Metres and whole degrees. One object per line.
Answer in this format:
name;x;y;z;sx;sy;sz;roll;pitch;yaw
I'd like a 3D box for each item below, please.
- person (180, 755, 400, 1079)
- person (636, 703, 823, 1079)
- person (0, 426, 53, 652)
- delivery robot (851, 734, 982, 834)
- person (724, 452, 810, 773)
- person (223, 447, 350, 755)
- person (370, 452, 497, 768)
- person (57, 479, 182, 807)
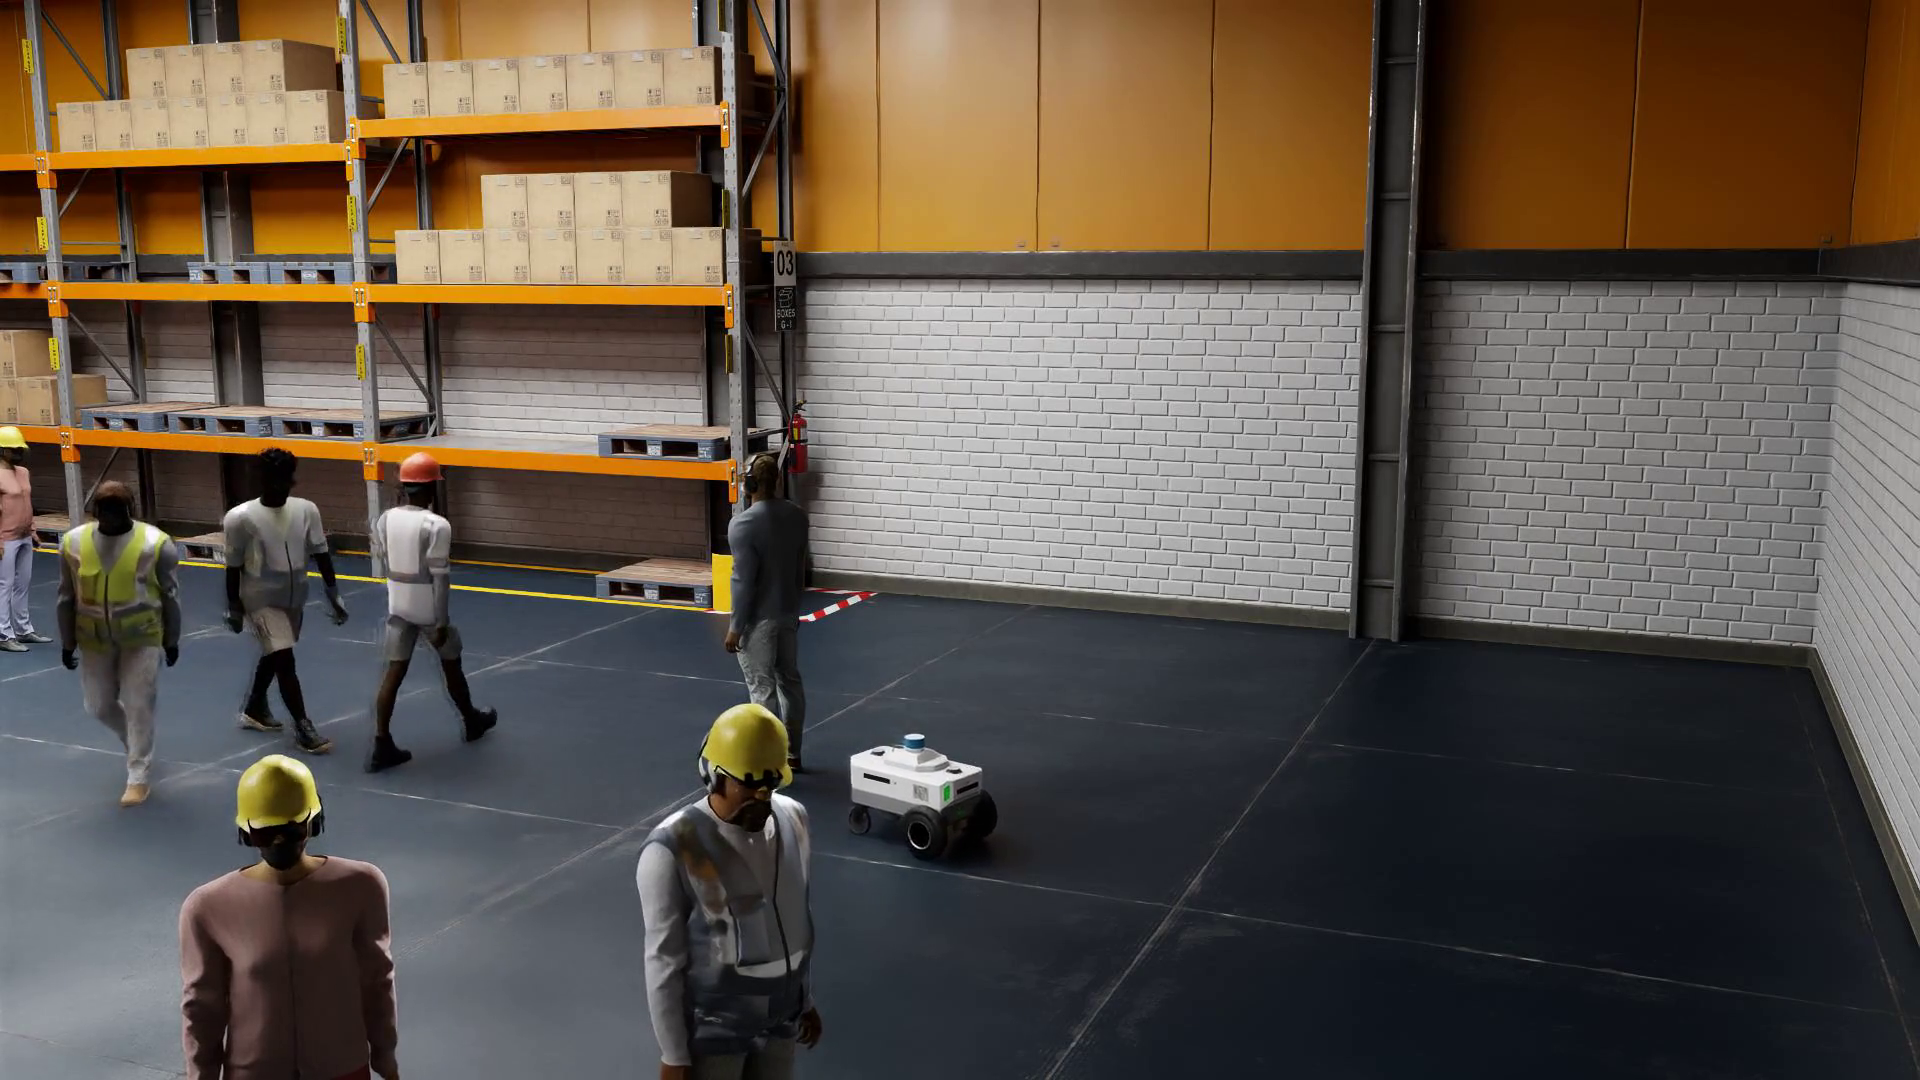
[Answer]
person;-1.745;1.417;4.386;0.533;1.767;0.324;-5;11;-28
person;-0.613;1.342;4.677;0.404;1.822;0.587;8;12;40
person;-7.419;-0.013;13.055;0.311;1.768;0.524;0;9;2
delivery robot;-0.236;1.261;8.711;0.707;0.478;0.477;7;12;38
person;-1.132;0.456;9.688;0.371;1.941;0.627;6;11;33
person;-4.291;0.356;10.451;1.046;1.907;0.625;7;12;35
person;-3.285;0.402;10.203;0.551;1.882;1.040;4;10;21
person;-4.757;0.550;9.466;0.636;1.827;0.698;-2;10;-10
